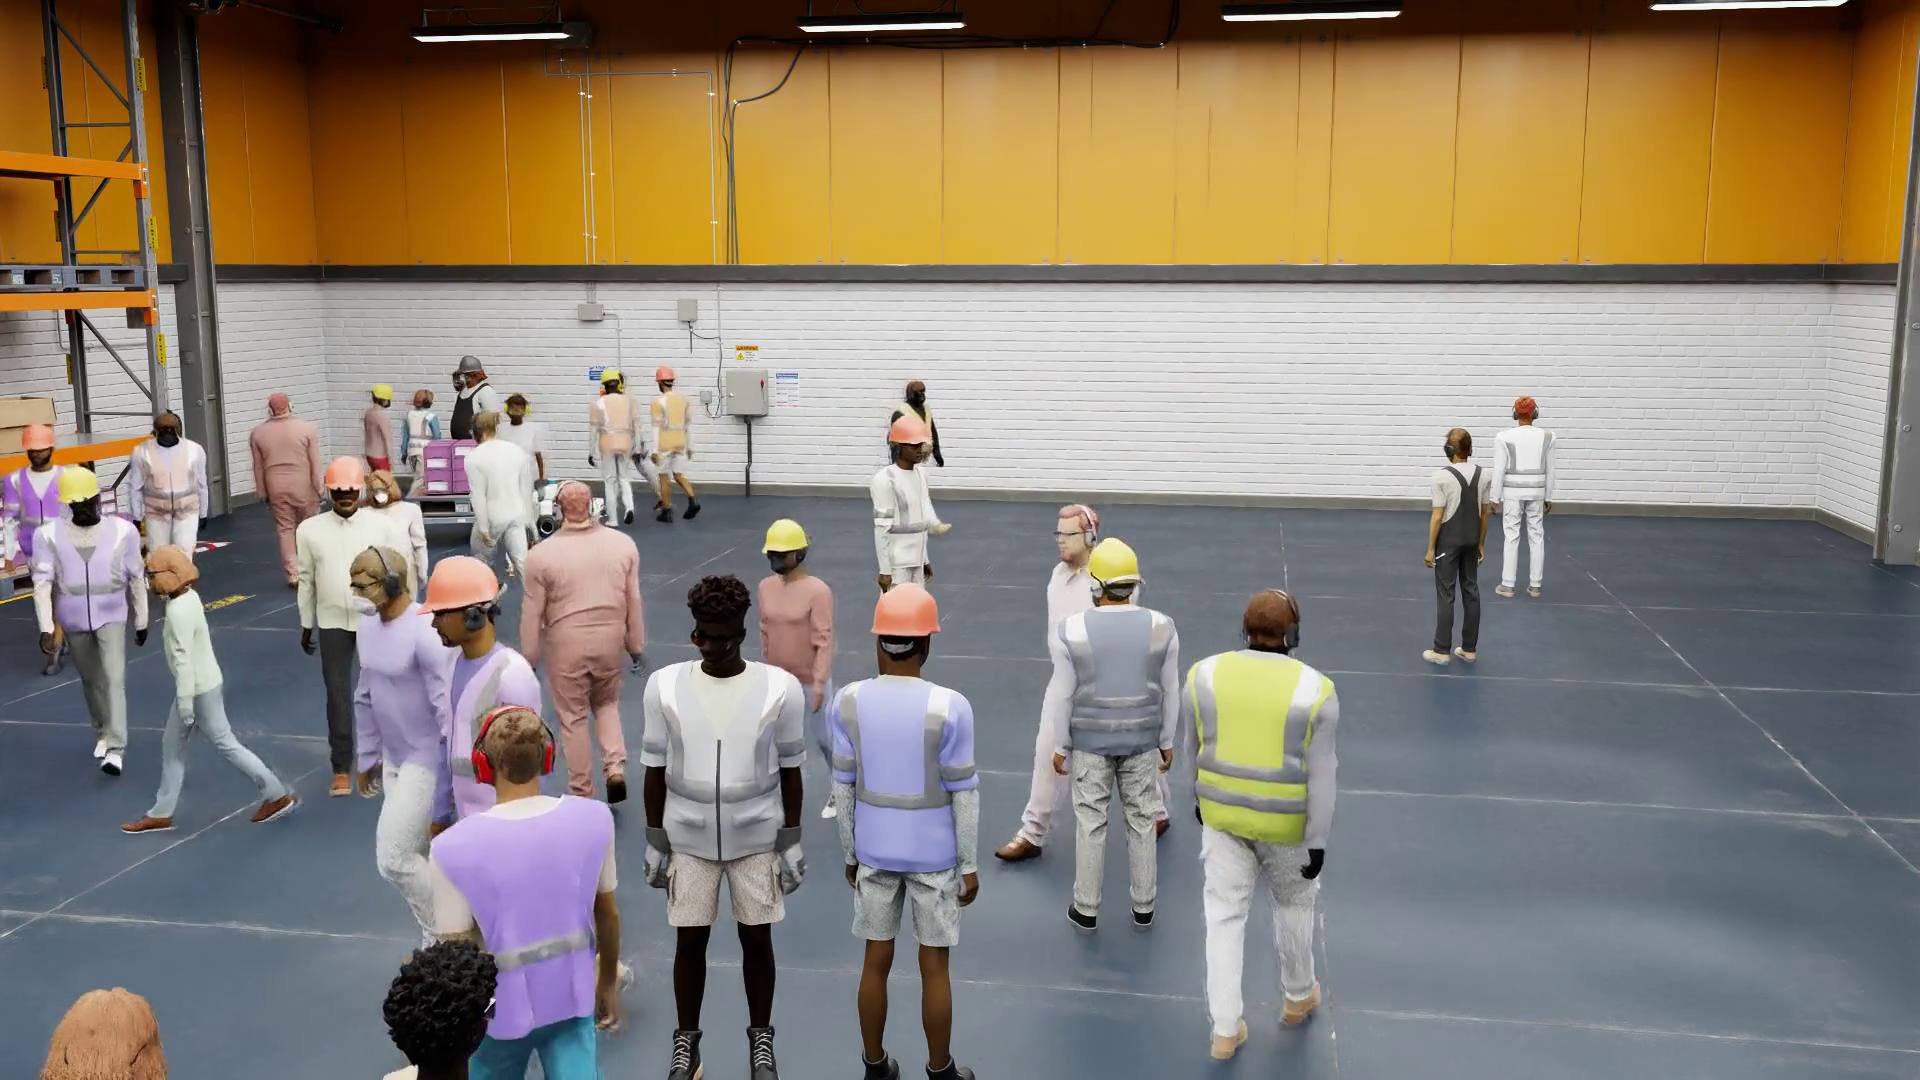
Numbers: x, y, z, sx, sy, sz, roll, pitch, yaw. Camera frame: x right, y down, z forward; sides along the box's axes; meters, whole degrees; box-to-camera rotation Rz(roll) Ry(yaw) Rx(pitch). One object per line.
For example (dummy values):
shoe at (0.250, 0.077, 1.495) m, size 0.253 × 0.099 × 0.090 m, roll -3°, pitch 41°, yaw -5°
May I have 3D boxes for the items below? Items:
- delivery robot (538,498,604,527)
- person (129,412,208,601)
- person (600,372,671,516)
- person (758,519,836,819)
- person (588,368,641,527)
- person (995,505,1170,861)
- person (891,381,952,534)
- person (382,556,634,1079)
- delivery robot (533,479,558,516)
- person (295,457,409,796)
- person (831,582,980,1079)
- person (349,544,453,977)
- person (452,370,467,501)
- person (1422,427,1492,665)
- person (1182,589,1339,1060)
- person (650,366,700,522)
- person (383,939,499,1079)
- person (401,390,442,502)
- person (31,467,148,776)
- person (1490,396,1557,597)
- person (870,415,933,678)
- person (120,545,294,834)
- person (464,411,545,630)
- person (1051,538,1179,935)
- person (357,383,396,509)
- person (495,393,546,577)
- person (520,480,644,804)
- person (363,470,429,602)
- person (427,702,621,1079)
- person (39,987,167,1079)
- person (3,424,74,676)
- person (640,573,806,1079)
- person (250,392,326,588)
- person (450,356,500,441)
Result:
delivery robot at (-4.467, -0.361, 19.117) m, size 0.707 × 0.478 × 0.477 m, roll 0°, pitch 9°, yaw -2°
person at (-7.065, -0.255, 14.884) m, size 0.640 × 1.815 × 0.733 m, roll -5°, pitch 10°, yaw -26°
person at (-4.137, -1.213, 20.852) m, size 1.026 × 1.808 × 0.574 m, roll -4°, pitch 10°, yaw -22°
person at (-0.875, 0.737, 8.999) m, size 0.539 × 1.723 × 0.909 m, roll 6°, pitch 11°, yaw 31°
person at (-4.111, -1.092, 19.784) m, size 0.604 × 1.898 × 0.482 m, roll -6°, pitch 11°, yaw -31°
person at (0.685, 0.732, 8.634) m, size 1.023 × 1.855 × 0.635 m, roll -7°, pitch 12°, yaw -39°
person at (-0.516, -0.972, 19.436) m, size 1.009 × 1.785 × 0.618 m, roll 5°, pitch 11°, yaw 31°
person at (-1.733, 1.026, 6.399) m, size 1.048 × 1.999 × 0.617 m, roll -7°, pitch 11°, yaw -36°
delivery robot at (-4.860, -0.487, 19.899) m, size 0.707 × 0.478 × 0.477 m, roll 1°, pitch 9°, yaw 5°
person at (-3.630, 0.465, 9.966) m, size 0.633 × 1.958 × 0.925 m, roll -3°, pitch 10°, yaw -16°
person at (-0.185, 1.110, 5.998) m, size 0.544 × 1.938 × 0.355 m, roll 3°, pitch 10°, yaw 17°
person at (-2.321, 0.955, 7.032) m, size 0.498 × 1.913 × 0.652 m, roll -8°, pitch 12°, yaw -42°
person at (-6.200, -1.213, 20.721) m, size 0.820 × 1.828 × 0.582 m, roll -2°, pitch 9°, yaw -13°
person at (3.838, 0.049, 12.873) m, size 0.508 × 1.845 × 0.345 m, roll -3°, pitch 10°, yaw -16°
person at (1.204, 1.081, 6.600) m, size 0.634 × 1.808 × 0.845 m, roll 4°, pitch 10°, yaw 23°
person at (-3.445, -1.143, 20.066) m, size 0.630 × 1.914 × 0.584 m, roll 8°, pitch 12°, yaw 42°
person at (-1.026, 1.644, 3.432) m, size 0.535 × 1.697 × 0.318 m, roll 1°, pitch 9°, yaw 5°
person at (-6.602, -1.051, 20.466) m, size 0.514 × 1.587 × 0.836 m, roll 5°, pitch 10°, yaw 27°
person at (-5.263, 0.486, 10.083) m, size 0.601 × 1.864 × 1.019 m, roll -4°, pitch 10°, yaw -22°
person at (5.260, -0.402, 15.548) m, size 0.572 × 1.885 × 0.358 m, roll 0°, pitch 9°, yaw 3°
person at (-0.373, 0.149, 11.702) m, size 0.425 × 2.040 × 0.624 m, roll 5°, pitch 11°, yaw 29°
person at (-4.093, 0.800, 9.016) m, size 0.843 × 1.585 × 0.515 m, roll -4°, pitch 10°, yaw -23°
person at (-3.909, -0.156, 14.087) m, size 1.078 × 1.882 × 0.656 m, roll 7°, pitch 12°, yaw 39°
person at (0.703, 0.900, 7.622) m, size 0.590 × 1.835 × 0.404 m, roll -1°, pitch 9°, yaw -6°
person at (-6.875, -0.971, 19.557) m, size 0.534 × 1.740 × 0.494 m, roll 9°, pitch 13°, yaw 44°
person at (-4.445, -0.584, 16.825) m, size 0.549 × 1.841 × 0.725 m, roll 0°, pitch 9°, yaw 0°
person at (-2.112, 0.605, 9.261) m, size 0.681 × 1.890 × 0.428 m, roll -6°, pitch 11°, yaw -32°
person at (-4.235, 0.250, 12.390) m, size 0.502 × 1.598 × 0.781 m, roll -4°, pitch 10°, yaw -25°
person at (-1.236, 1.366, 4.865) m, size 0.588 × 1.802 × 0.978 m, roll -7°, pitch 11°, yaw -36°
person at (-1.742, 1.707, 3.398) m, size 0.566 × 1.576 × 0.883 m, roll -2°, pitch 9°, yaw -15°
person at (-7.052, 0.036, 12.862) m, size 0.556 × 1.896 × 1.015 m, roll -2°, pitch 9°, yaw -15°
person at (-0.863, 1.086, 6.082) m, size 0.600 × 1.959 × 0.376 m, roll -1°, pitch 9°, yaw -3°
person at (-6.448, -0.481, 16.035) m, size 0.675 × 1.882 × 0.500 m, roll -1°, pitch 9°, yaw -5°
person at (-5.875, -1.212, 20.089) m, size 0.533 × 2.000 × 0.682 m, roll -9°, pitch 13°, yaw -43°
